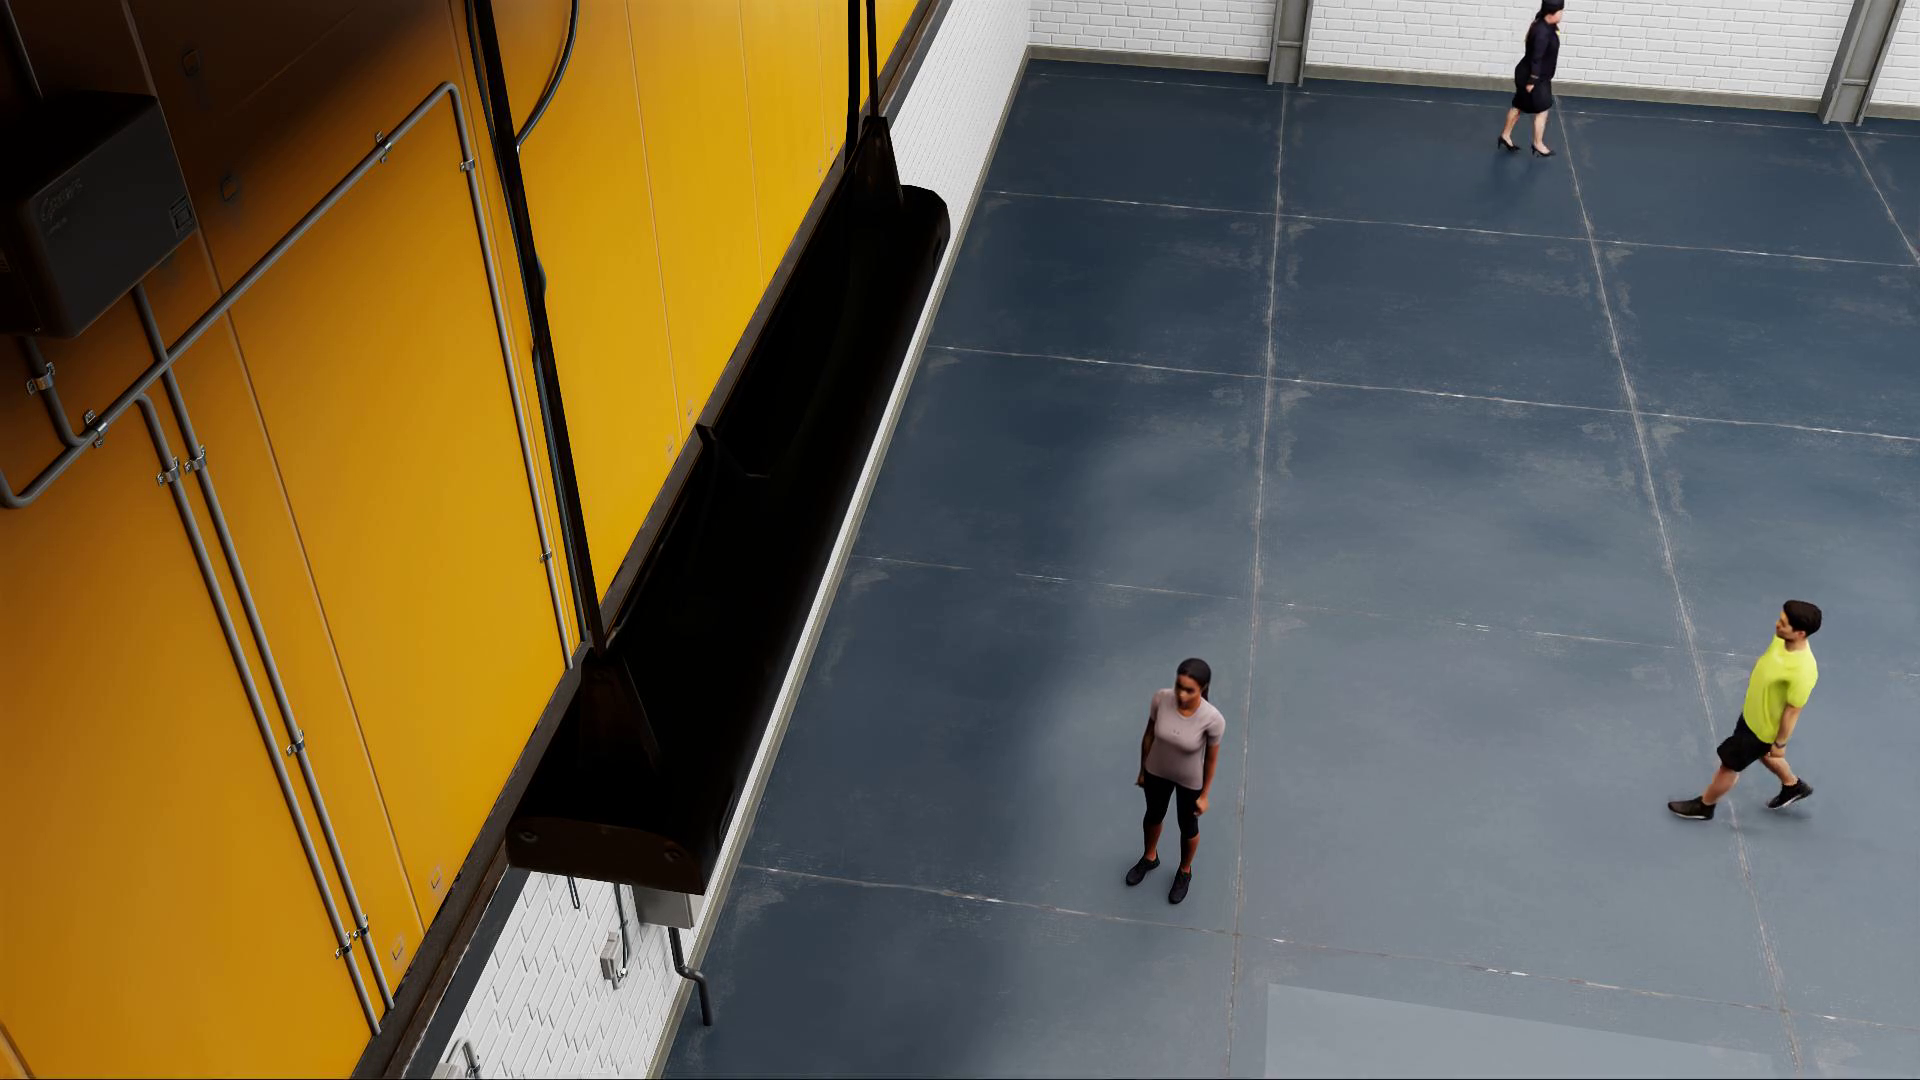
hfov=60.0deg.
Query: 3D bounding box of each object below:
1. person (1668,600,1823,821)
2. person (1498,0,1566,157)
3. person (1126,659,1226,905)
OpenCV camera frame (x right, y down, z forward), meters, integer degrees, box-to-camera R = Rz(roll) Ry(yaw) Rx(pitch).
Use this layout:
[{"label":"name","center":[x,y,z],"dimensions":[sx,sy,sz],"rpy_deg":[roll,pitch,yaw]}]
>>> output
[{"label":"person","center":[4.829,1.038,9.788],"dimensions":[1.041,1.683,0.640],"rpy_deg":[6,39,7]},{"label":"person","center":[5.804,-4.759,17.071],"dimensions":[0.854,1.653,0.743],"rpy_deg":[10,40,12]},{"label":"person","center":[1.225,1.329,9.372],"dimensions":[0.602,1.748,0.737],"rpy_deg":[20,43,23]}]
